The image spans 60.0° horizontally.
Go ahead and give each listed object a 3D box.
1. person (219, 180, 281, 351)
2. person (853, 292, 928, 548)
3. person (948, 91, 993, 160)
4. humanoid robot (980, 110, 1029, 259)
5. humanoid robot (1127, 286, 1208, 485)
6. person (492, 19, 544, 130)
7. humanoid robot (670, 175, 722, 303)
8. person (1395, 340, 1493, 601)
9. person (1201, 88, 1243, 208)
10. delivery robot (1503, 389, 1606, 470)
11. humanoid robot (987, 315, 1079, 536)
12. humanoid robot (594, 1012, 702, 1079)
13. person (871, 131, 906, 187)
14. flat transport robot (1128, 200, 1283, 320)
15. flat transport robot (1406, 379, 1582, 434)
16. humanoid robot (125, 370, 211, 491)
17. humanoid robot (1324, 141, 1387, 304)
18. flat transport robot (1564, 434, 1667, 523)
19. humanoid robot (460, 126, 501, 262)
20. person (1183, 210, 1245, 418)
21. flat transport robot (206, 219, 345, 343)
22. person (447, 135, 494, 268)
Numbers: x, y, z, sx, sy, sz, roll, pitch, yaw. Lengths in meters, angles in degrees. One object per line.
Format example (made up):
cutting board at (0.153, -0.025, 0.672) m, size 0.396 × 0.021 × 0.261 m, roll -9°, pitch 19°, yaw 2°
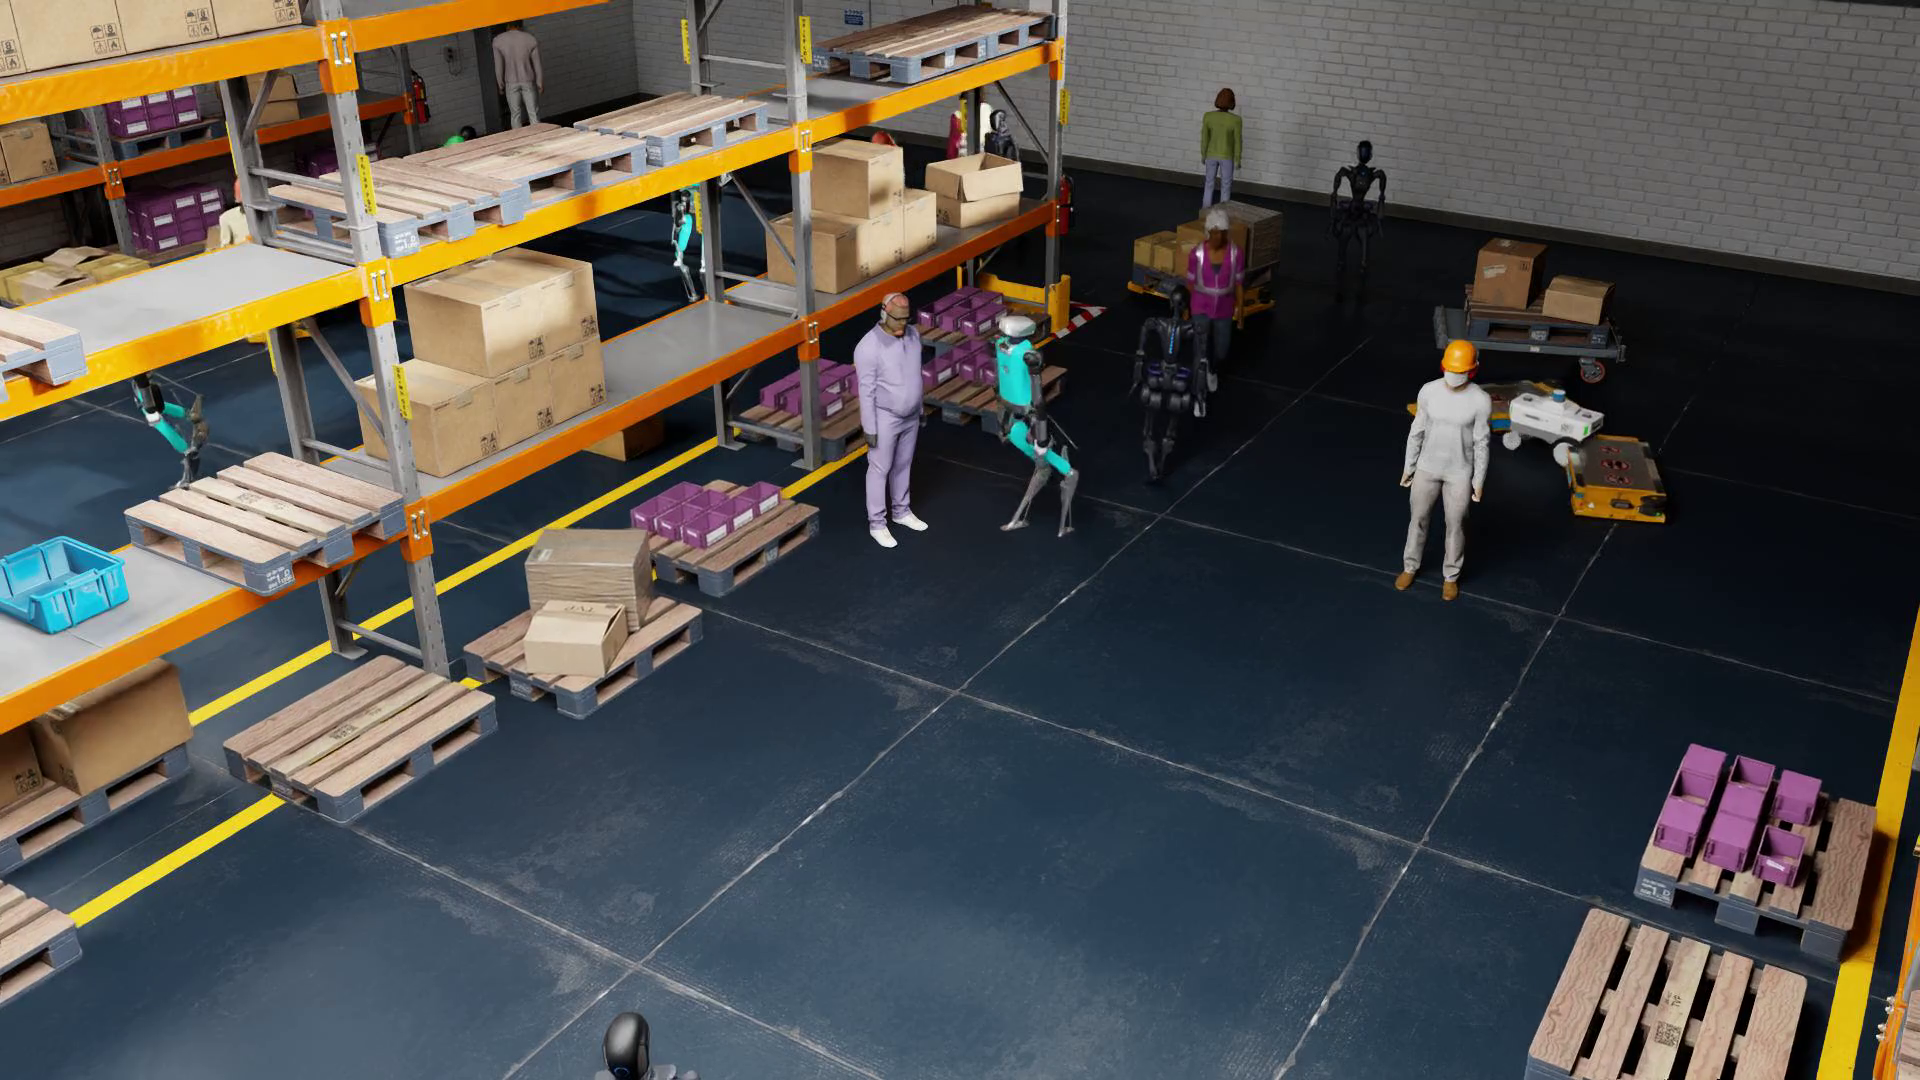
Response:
person at (-6.583, -2.531, 15.581) m, size 0.573 × 1.713 × 0.834 m, roll -7°, pitch 28°, yaw -13°
person at (-0.467, -0.892, 12.156) m, size 0.409 × 1.901 × 0.638 m, roll 20°, pitch 33°, yaw 34°
person at (0.134, -4.328, 19.019) m, size 0.632 × 1.816 × 0.785 m, roll -24°, pitch 35°, yaw -39°
humanoid robot at (0.524, -3.972, 18.543) m, size 0.753 × 1.646 × 0.604 m, roll -24°, pitch 36°, yaw -39°
humanoid robot at (1.610, -1.191, 13.010) m, size 0.610 × 1.633 × 0.485 m, roll 5°, pitch 27°, yaw 10°
person at (-5.952, -6.182, 22.536) m, size 0.634 × 1.937 × 0.354 m, roll -6°, pitch 28°, yaw -12°
humanoid robot at (-2.713, -3.170, 16.942) m, size 0.541 × 1.883 × 0.762 m, roll 2°, pitch 27°, yaw 4°
person at (3.312, -0.479, 11.363) m, size 0.560 × 1.888 × 0.399 m, roll 14°, pitch 30°, yaw 26°
person at (3.056, -4.464, 19.484) m, size 0.506 × 1.630 × 0.267 m, roll 14°, pitch 30°, yaw 26°
delivery robot at (4.917, -0.962, 13.745) m, size 0.739 × 0.564 × 0.499 m, roll 23°, pitch 35°, yaw 38°
humanoid robot at (0.610, -0.839, 12.257) m, size 0.800 × 1.794 × 0.530 m, roll -20°, pitch 33°, yaw -34°
humanoid robot at (-1.099, 2.362, 6.005) m, size 0.609 × 1.639 × 0.617 m, roll -3°, pitch 27°, yaw -6°
person at (-0.710, -3.401, 17.279) m, size 0.524 × 1.732 × 0.572 m, roll -14°, pitch 30°, yaw -25°
flat transport robot at (2.504, -2.601, 17.323) m, size 0.659 × 0.231 × 1.431 m, roll -24°, pitch 35°, yaw -38°
flat transport robot at (4.687, -1.138, 14.440) m, size 1.431 × 0.231 × 0.659 m, roll -6°, pitch 28°, yaw -12°
humanoid robot at (-6.078, -1.072, 12.810) m, size 0.728 × 1.900 × 0.542 m, roll -17°, pitch 32°, yaw -31°
humanoid robot at (4.056, -3.255, 17.046) m, size 0.599 × 1.648 × 0.389 m, roll 2°, pitch 27°, yaw 5°
flat transport robot at (5.182, -0.533, 13.248) m, size 0.659 × 0.231 × 1.431 m, roll 6°, pitch 28°, yaw 12°
humanoid robot at (-5.117, -3.541, 17.644) m, size 0.596 × 1.649 × 0.432 m, roll -2°, pitch 27°, yaw -3°
person at (2.198, -2.020, 14.457) m, size 0.535 × 1.818 × 0.682 m, roll 0°, pitch 27°, yaw 1°
flat transport robot at (-6.842, -2.327, 16.783) m, size 0.659 × 0.231 × 1.431 m, roll -10°, pitch 28°, yaw -18°
person at (-4.825, -3.038, 16.409) m, size 0.491 × 1.878 × 1.049 m, roll -19°, pitch 33°, yaw -33°
